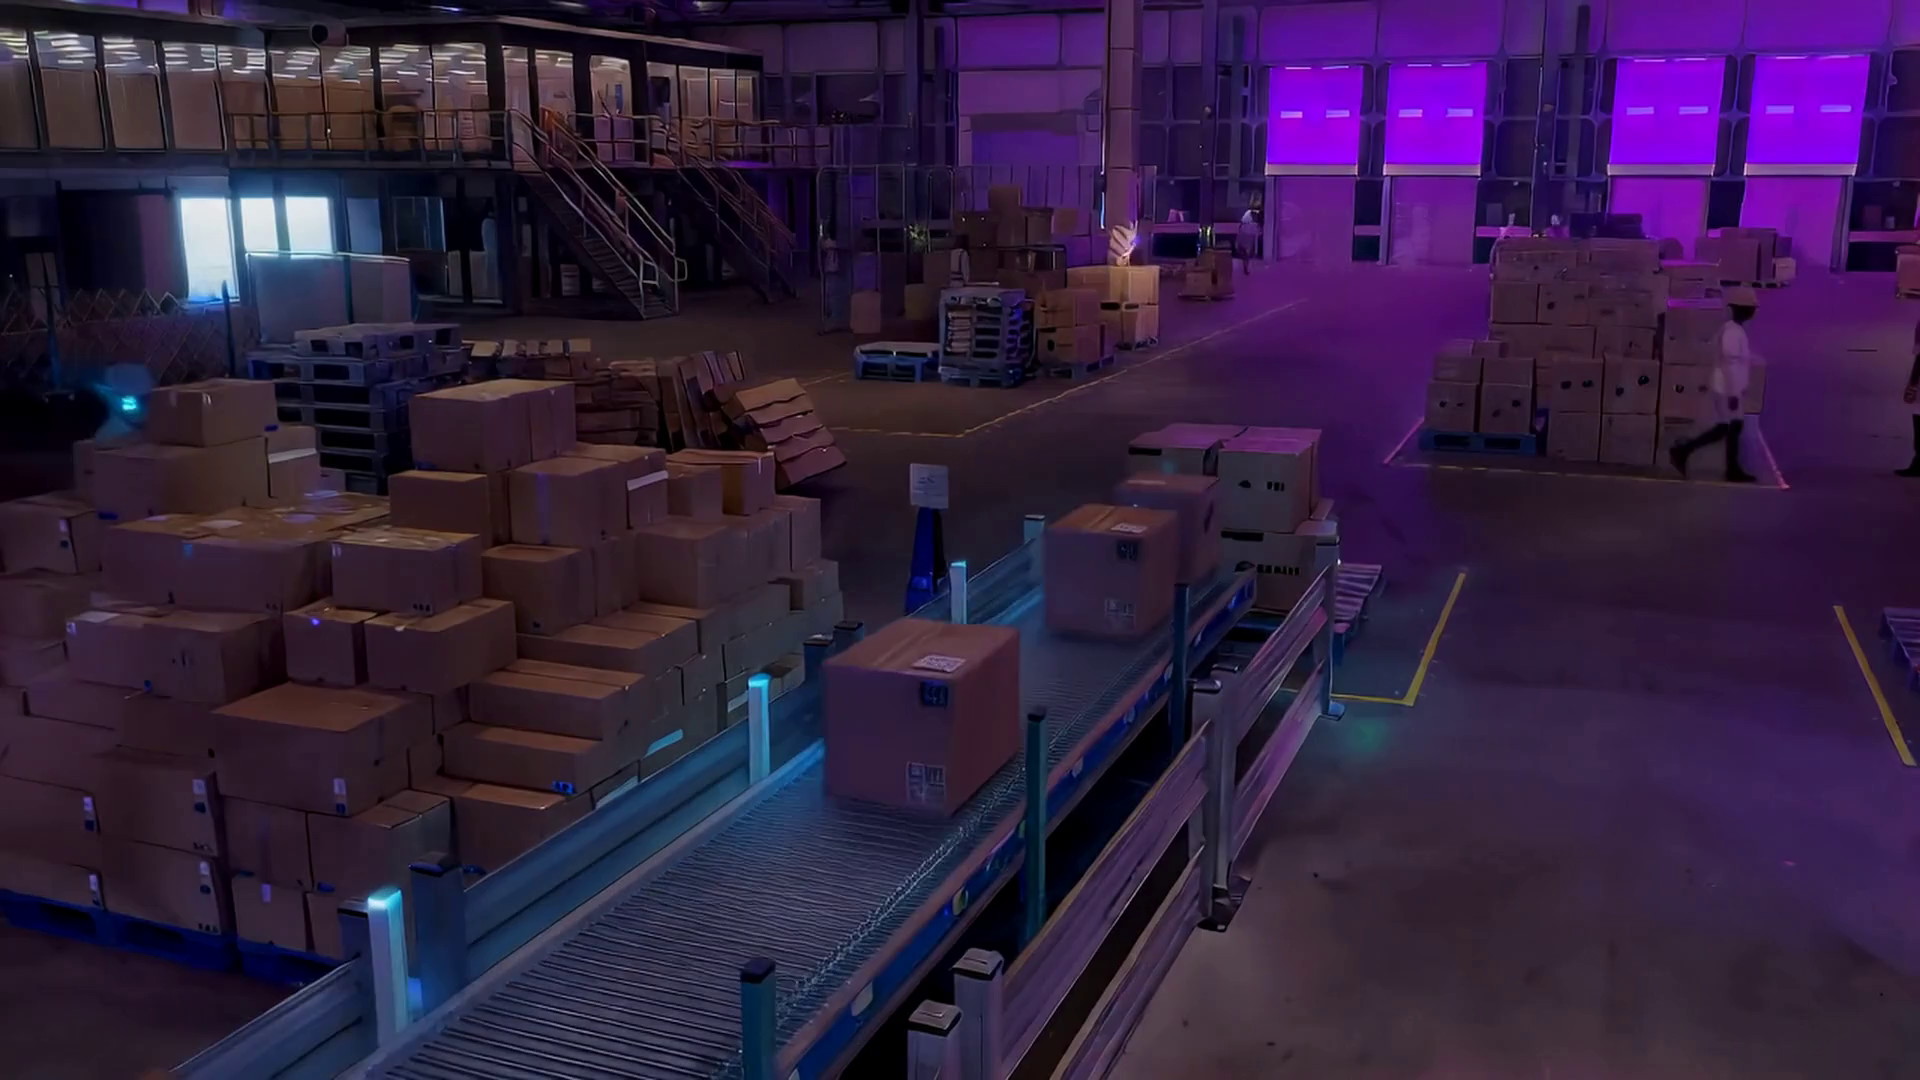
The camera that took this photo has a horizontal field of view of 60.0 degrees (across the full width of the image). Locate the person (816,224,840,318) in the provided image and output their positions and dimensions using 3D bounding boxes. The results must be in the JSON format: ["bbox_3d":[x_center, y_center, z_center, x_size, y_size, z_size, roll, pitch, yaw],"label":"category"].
[{"bbox_3d":[-2.693,-5.502,34.071,0.388,1.910,0.593,12,17,44],"label":"person"}]

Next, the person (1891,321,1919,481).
[{"bbox_3d":[9.470,-1.558,16.240,0.602,1.967,0.368,-6,14,-25],"label":"person"}]

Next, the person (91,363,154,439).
[{"bbox_3d":[-4.586,0.014,9.179,0.483,1.963,0.647,-5,14,-22],"label":"person"}]

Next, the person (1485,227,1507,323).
[{"bbox_3d":[10.600,-5.223,32.865,0.355,1.886,0.572,9,15,35],"label":"person"}]

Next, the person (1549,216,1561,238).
[{"bbox_3d":[15.481,-7.554,43.478,0.988,1.813,0.560,12,17,42],"label":"person"}]

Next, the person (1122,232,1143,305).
[{"bbox_3d":[3.136,-4.506,29.581,0.656,1.917,0.555,1,13,3],"label":"person"}]

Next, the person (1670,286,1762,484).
[{"bbox_3d":[7.381,-1.495,16.085,0.715,1.922,0.548,7,14,29],"label":"person"}]

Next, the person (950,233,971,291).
[{"bbox_3d":[0.122,-4.685,30.498,0.775,1.859,0.606,-8,15,-32],"label":"person"}]

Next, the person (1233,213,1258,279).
[{"bbox_3d":[7.951,-8.198,46.409,0.637,1.790,0.941,-4,13,-16],"label":"person"}]
